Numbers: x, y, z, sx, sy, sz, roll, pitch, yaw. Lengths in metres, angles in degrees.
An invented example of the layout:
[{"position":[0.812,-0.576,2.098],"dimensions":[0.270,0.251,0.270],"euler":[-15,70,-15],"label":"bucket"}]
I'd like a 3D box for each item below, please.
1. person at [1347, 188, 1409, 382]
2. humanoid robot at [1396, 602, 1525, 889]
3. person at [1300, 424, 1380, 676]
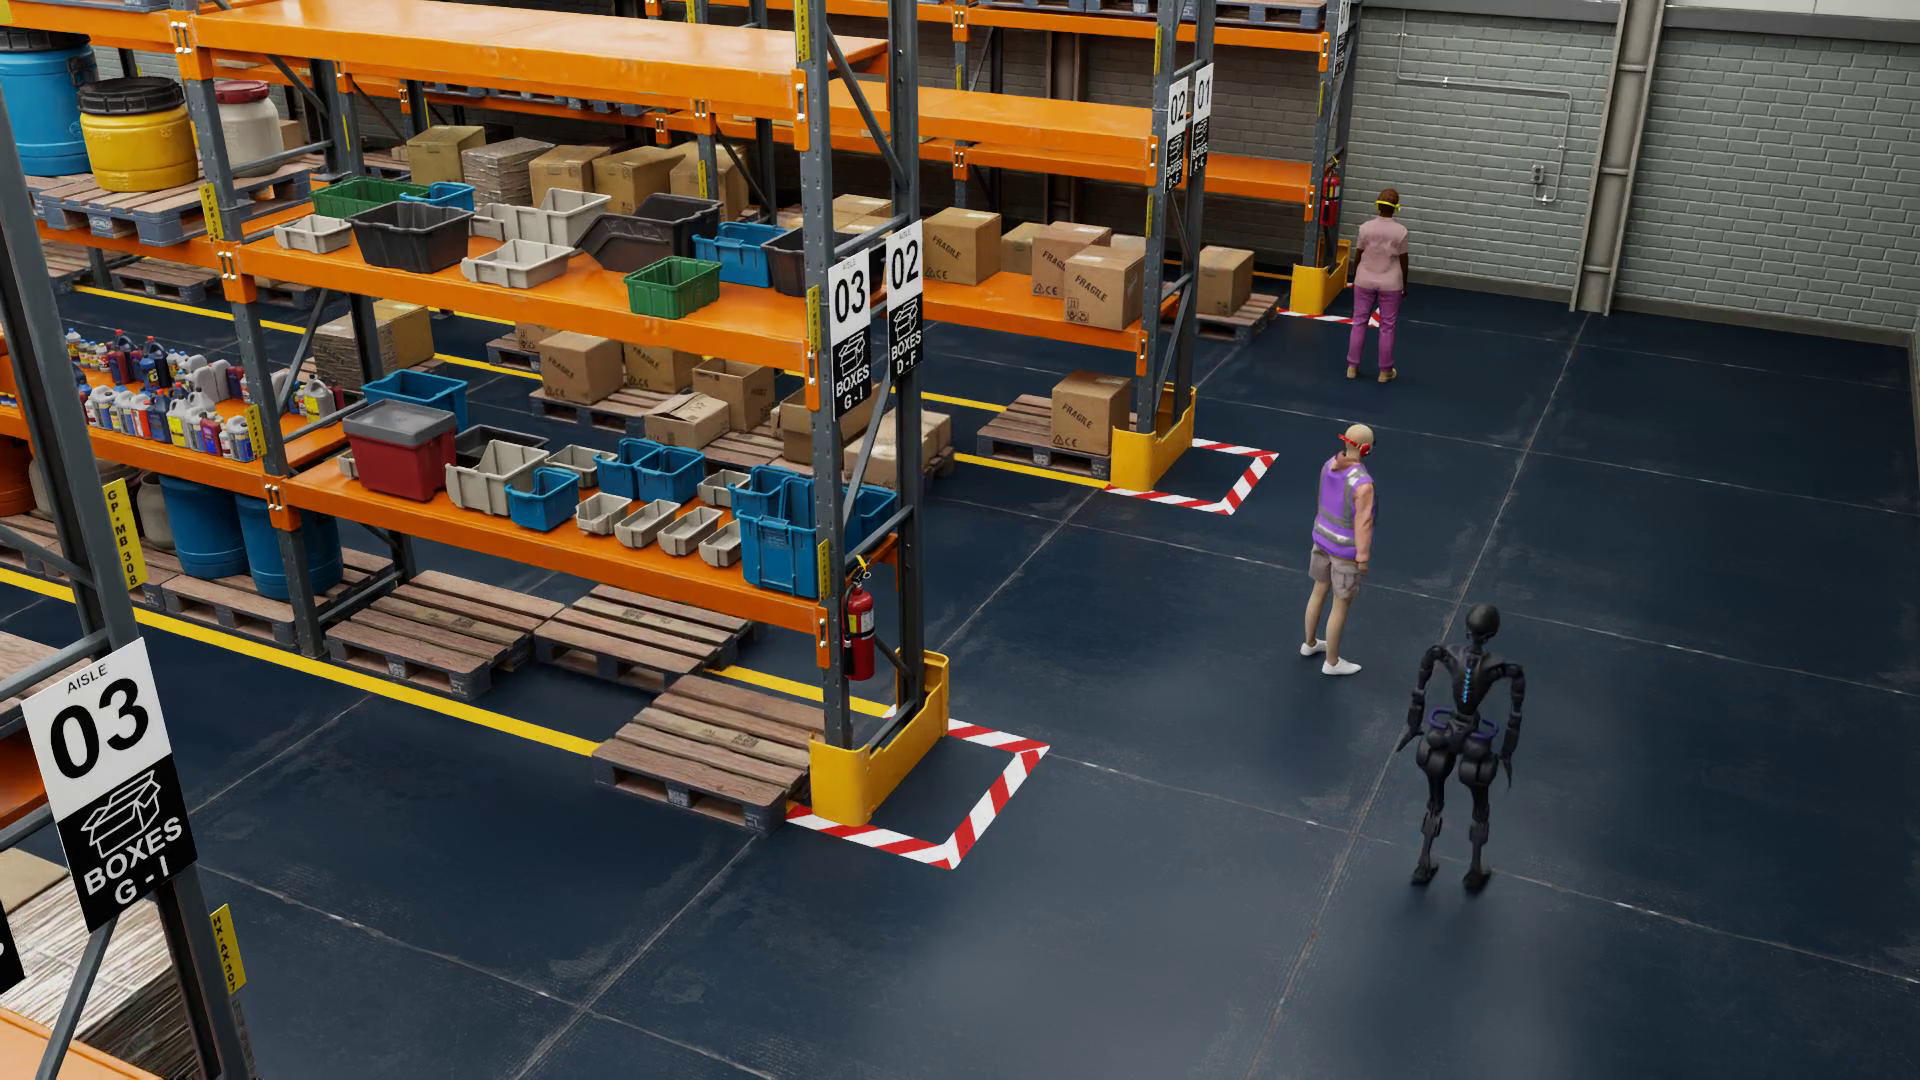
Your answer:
[{"position":[3.863,-2.344,15.325],"dimensions":[0.526,1.801,0.330],"euler":[12,29,23],"label":"person"},{"position":[2.563,1.059,8.590],"dimensions":[0.603,1.655,0.338],"euler":[13,29,24],"label":"humanoid robot"},{"position":[2.427,0.057,10.592],"dimensions":[0.352,1.688,0.489],"euler":[-11,28,-21],"label":"person"}]
